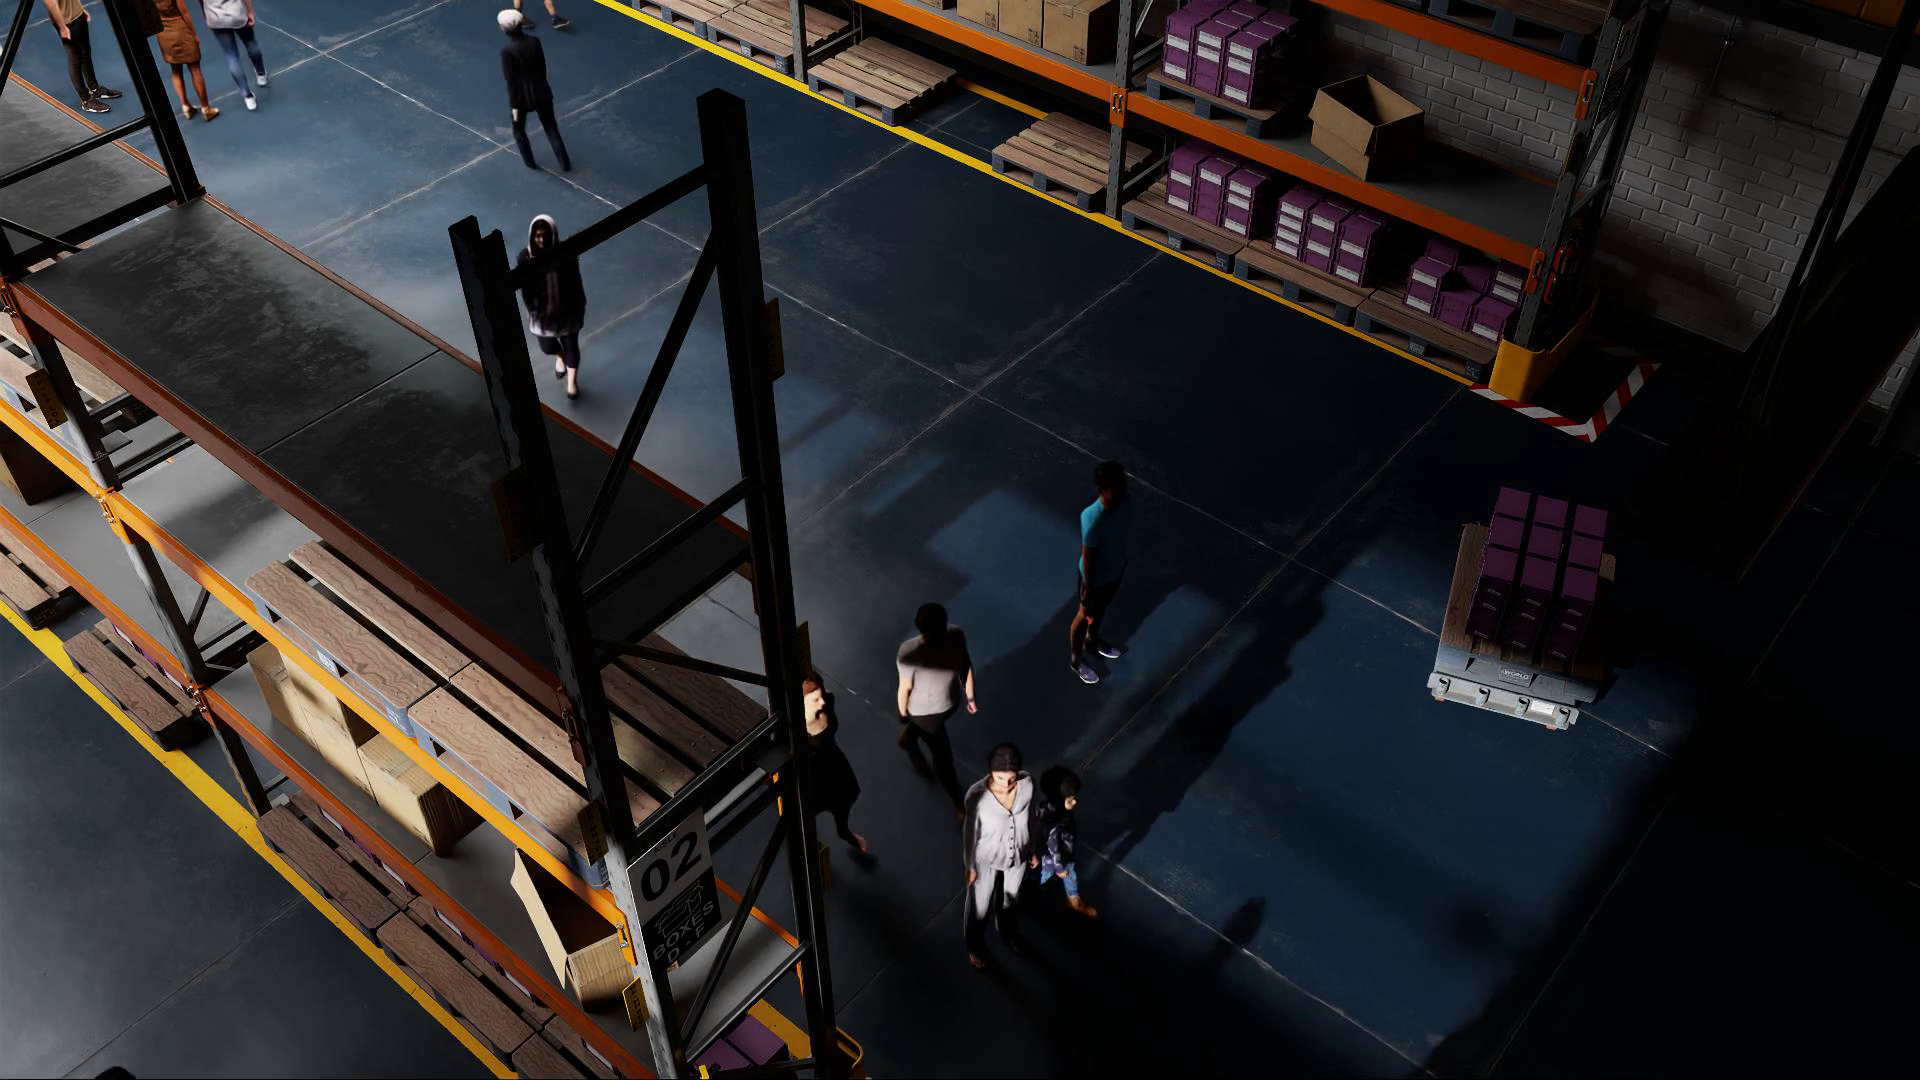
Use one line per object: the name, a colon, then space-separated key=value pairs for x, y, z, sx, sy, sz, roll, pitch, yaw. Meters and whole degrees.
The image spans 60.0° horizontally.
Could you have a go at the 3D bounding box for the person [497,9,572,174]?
person: x=-4.015 y=-4.086 z=15.554 sx=0.934 sy=1.759 sz=0.796 roll=-23 pitch=48 yaw=-22

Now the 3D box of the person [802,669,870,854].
person: x=-0.929 y=1.267 z=9.773 sx=0.767 sy=1.603 sz=0.675 roll=25 pitch=49 yaw=24

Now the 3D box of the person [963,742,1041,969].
person: x=0.205 y=1.710 z=9.183 sx=0.673 sy=1.775 sz=0.678 roll=-17 pitch=46 yaw=-17

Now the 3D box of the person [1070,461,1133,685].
person: x=0.911 y=0.180 z=10.791 sx=0.517 sy=1.773 sz=0.630 roll=26 pitch=50 yaw=25

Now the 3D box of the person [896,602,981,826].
person: x=-0.194 y=0.921 z=10.085 sx=0.798 sy=1.673 sz=1.168 roll=-28 pitch=50 yaw=-26

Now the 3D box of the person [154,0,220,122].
person: x=-7.631 y=-4.899 z=16.186 sx=0.603 sy=1.683 sz=0.701 roll=5 pitch=44 yaw=6

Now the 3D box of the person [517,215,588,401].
person: x=-3.171 y=-1.879 z=13.054 sx=0.811 sy=1.631 sz=0.871 roll=-6 pitch=44 yaw=-6

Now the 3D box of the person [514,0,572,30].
person: x=-4.669 y=-6.115 z=17.658 sx=0.925 sy=1.415 sz=0.583 roll=25 pitch=49 yaw=24

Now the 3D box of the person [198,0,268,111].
person: x=-7.182 y=-5.113 z=16.286 sx=0.926 sy=1.856 sz=1.091 roll=-16 pitch=46 yaw=-17

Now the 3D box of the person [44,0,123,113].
person: x=-8.755 y=-5.140 z=16.319 sx=0.781 sy=1.851 sz=0.748 roll=1 pitch=44 yaw=1

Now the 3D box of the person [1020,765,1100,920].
person: x=0.494 y=1.740 z=9.546 sx=0.845 sy=1.231 sz=0.549 roll=24 pitch=48 yaw=23
